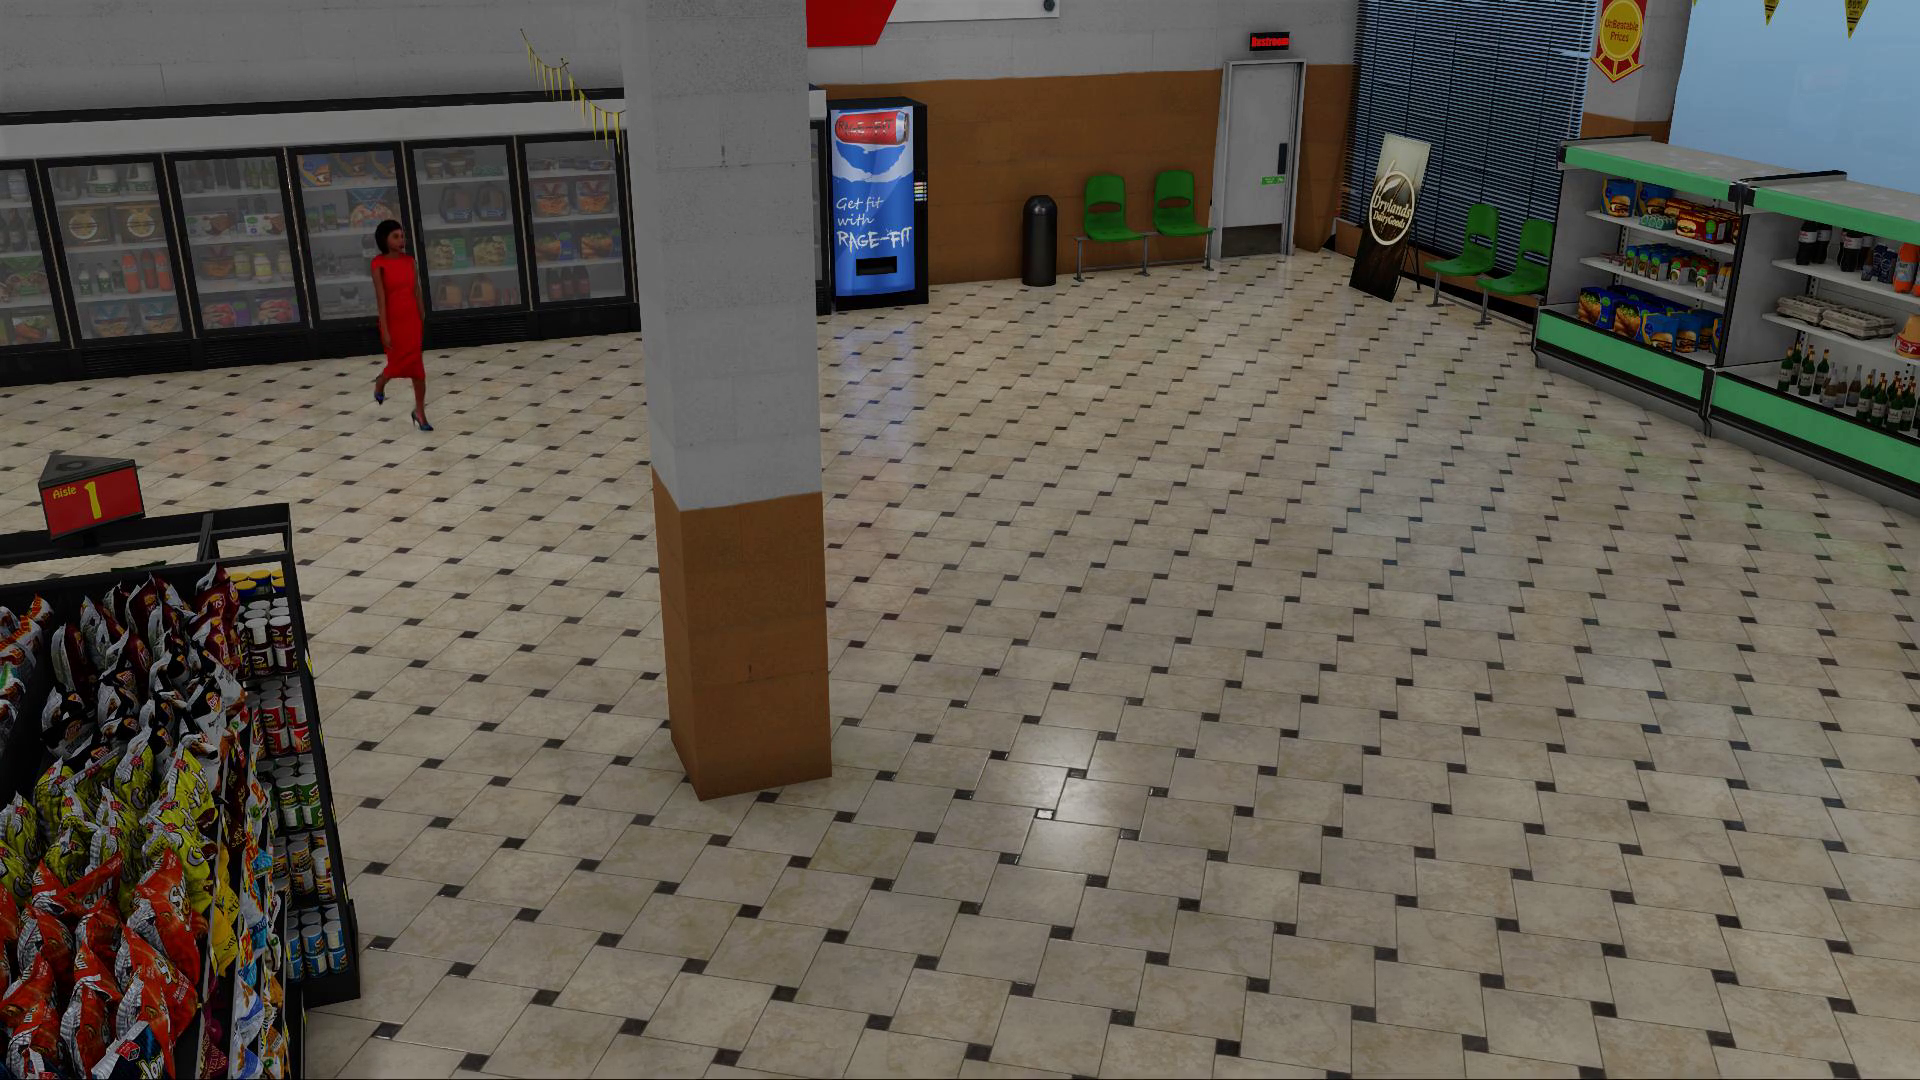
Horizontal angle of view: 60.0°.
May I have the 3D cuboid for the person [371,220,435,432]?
[{"bbox_3d":[-4.631,-1.744,13.620,0.988,1.724,0.841,17,27,36],"label":"person"}]
